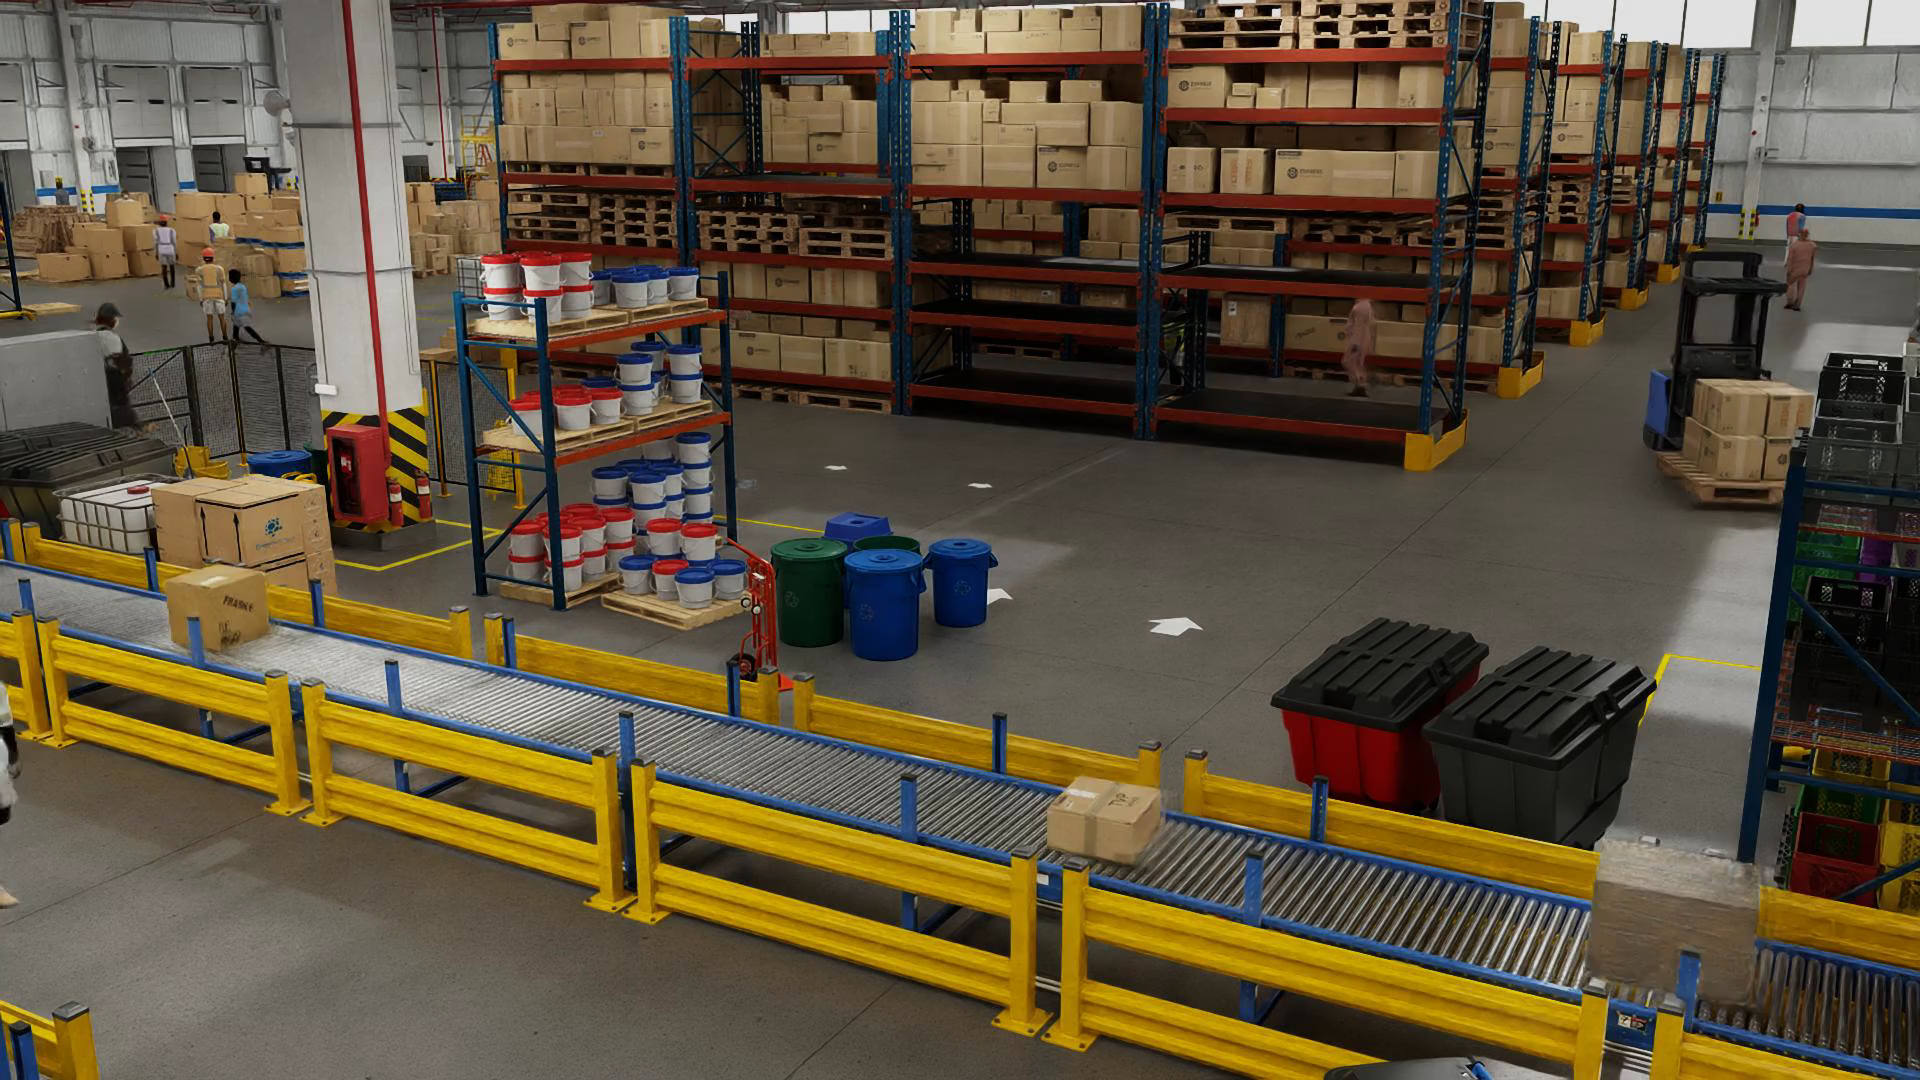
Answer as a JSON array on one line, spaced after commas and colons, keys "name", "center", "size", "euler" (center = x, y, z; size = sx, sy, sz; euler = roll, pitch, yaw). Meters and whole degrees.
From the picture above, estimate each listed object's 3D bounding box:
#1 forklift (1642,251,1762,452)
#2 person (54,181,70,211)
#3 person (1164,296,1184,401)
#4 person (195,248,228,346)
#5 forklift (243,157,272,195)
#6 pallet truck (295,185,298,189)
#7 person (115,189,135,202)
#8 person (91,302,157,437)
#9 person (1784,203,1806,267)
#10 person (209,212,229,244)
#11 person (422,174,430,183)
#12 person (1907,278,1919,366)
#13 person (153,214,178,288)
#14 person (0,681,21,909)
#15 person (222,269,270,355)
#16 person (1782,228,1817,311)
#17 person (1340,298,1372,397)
[{"name": "forklift", "center": [10.119, -2.485, 22.442], "size": [1.129, 2.768, 1.873], "euler": [2, 15, 7]}, {"name": "person", "center": [-31.895, -11.764, 59.126], "size": [0.355, 1.938, 0.636], "euler": [3, 15, 10]}, {"name": "person", "center": [3.469, -3.115, 27.076], "size": [0.316, 1.696, 0.540], "euler": [-3, 15, -10]}, {"name": "person", "center": [-14.855, -4.832, 33.072], "size": [0.545, 1.938, 0.355], "euler": [-6, 16, -21]}, {"name": "forklift", "center": [-24.385, -11.930, 57.949], "size": [1.129, 2.768, 1.873], "euler": [7, 16, 24]}, {"name": "pallet truck", "center": [-26.804, -14.617, 69.738], "size": [1.885, 1.965, 0.823], "euler": [-14, 20, -42]}, {"name": "person", "center": [-27.090, -10.436, 54.146], "size": [0.654, 1.929, 0.460], "euler": [-7, 16, -24]}, {"name": "person", "center": [-11.995, -2.414, 23.784], "size": [0.942, 2.000, 0.708], "euler": [-13, 19, -39]}, {"name": "person", "center": [24.317, -8.857, 48.394], "size": [0.430, 1.841, 0.624], "euler": [-4, 15, -14]}, {"name": "person", "center": [-19.515, -7.707, 43.954], "size": [0.411, 1.903, 0.600], "euler": [7, 16, 24]}, {"name": "person", "center": [-21.134, -13.556, 65.998], "size": [0.348, 1.878, 0.579], "euler": [6, 16, 21]}, {"name": "person", "center": [17.181, -3.896, 29.638], "size": [0.590, 1.895, 0.485], "euler": [-6, 16, -23]}, {"name": "person", "center": [-20.519, -7.459, 42.991], "size": [0.549, 1.919, 0.717], "euler": [-6, 16, -20]}, {"name": "person", "center": [-6.068, 1.393, 10.170], "size": [0.670, 1.681, 0.543], "euler": [9, 17, 30]}, {"name": "person", "center": [-13.716, -4.355, 31.825], "size": [0.897, 1.656, 0.533], "euler": [-2, 15, -7]}, {"name": "person", "center": [19.453, -6.278, 38.598], "size": [0.664, 1.881, 0.663], "euler": [1, 15, 5]}, {"name": "person", "center": [6.520, -3.280, 27.320], "size": [0.463, 1.888, 0.670], "euler": [6, 16, 21]}]
